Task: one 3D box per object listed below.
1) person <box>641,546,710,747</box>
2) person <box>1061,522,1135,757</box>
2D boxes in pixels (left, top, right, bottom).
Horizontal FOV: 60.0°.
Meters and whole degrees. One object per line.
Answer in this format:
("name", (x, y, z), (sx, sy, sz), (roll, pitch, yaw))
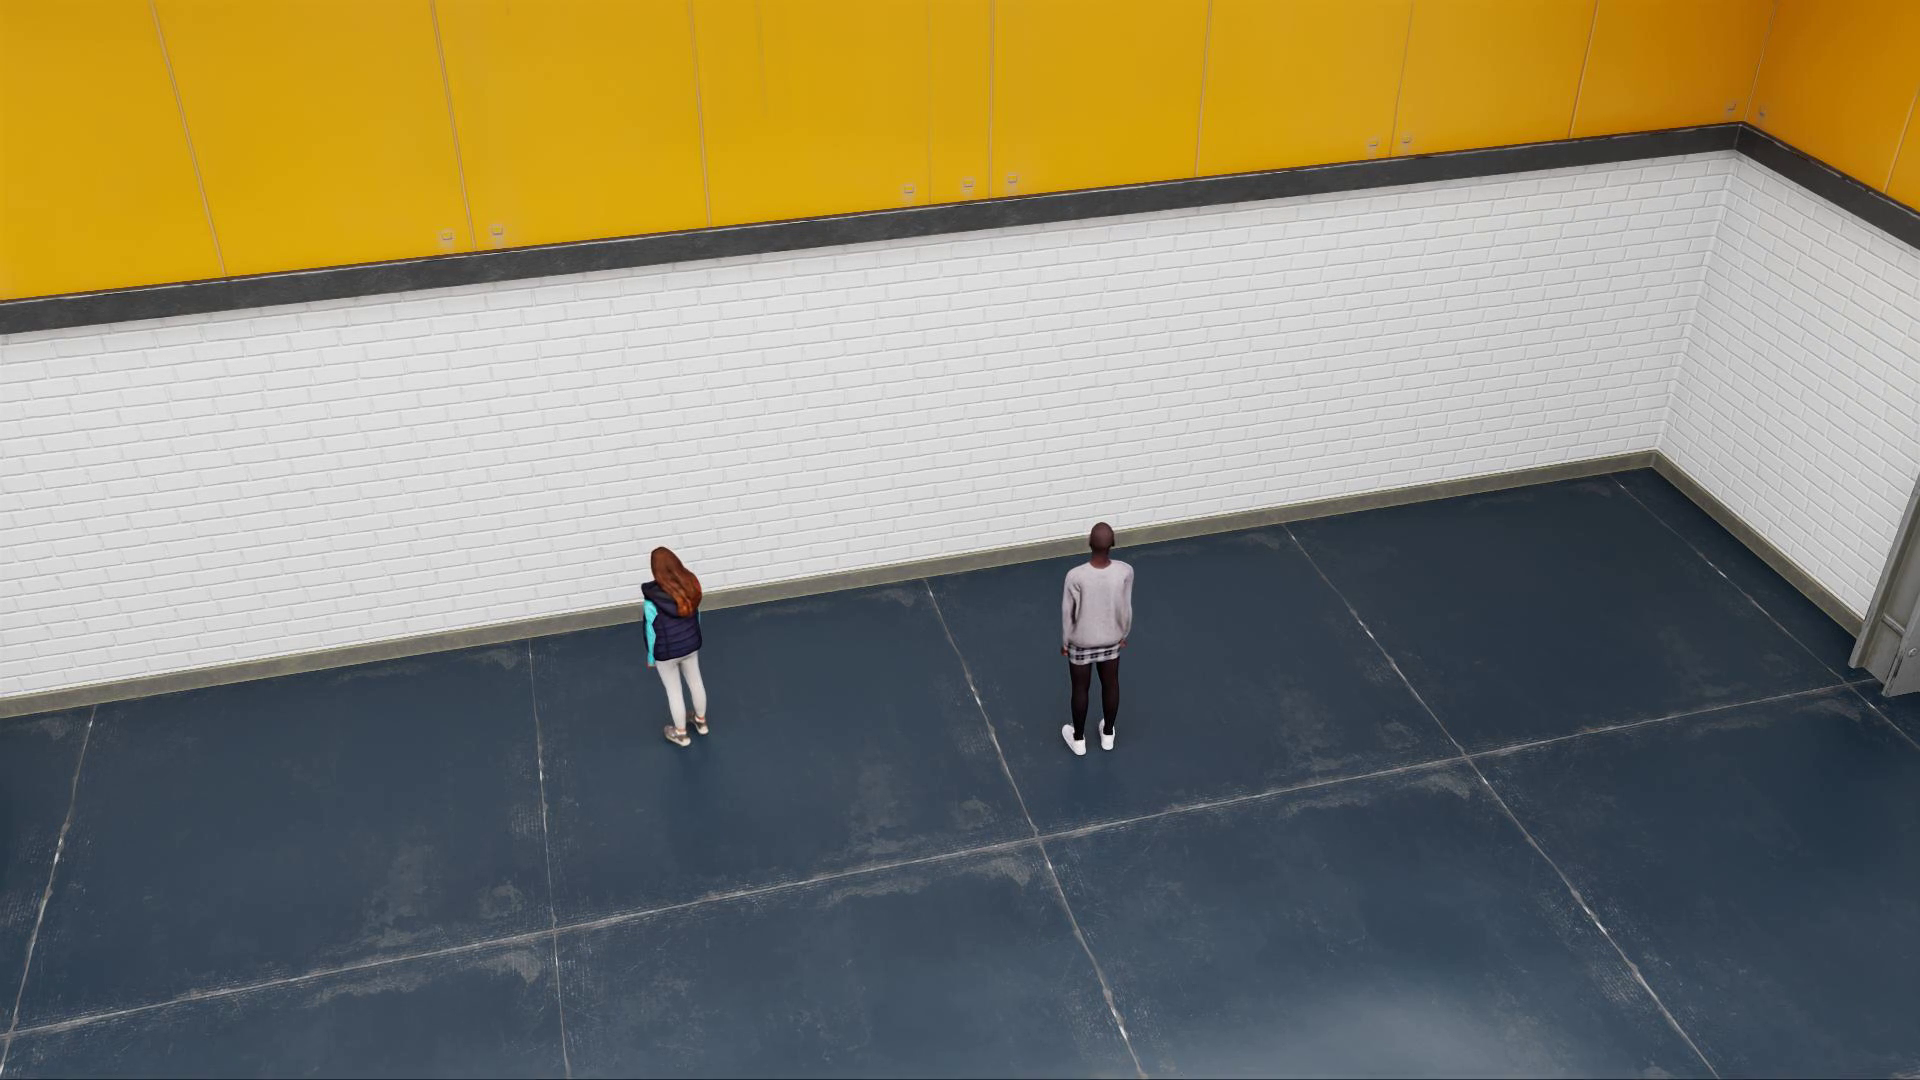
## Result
("person", (-1.862, 0.690, 10.920), (0.675, 1.500, 0.706), (-27, 42, -34))
("person", (0.880, 0.637, 10.753), (0.620, 1.772, 0.539), (-7, 34, -10))
